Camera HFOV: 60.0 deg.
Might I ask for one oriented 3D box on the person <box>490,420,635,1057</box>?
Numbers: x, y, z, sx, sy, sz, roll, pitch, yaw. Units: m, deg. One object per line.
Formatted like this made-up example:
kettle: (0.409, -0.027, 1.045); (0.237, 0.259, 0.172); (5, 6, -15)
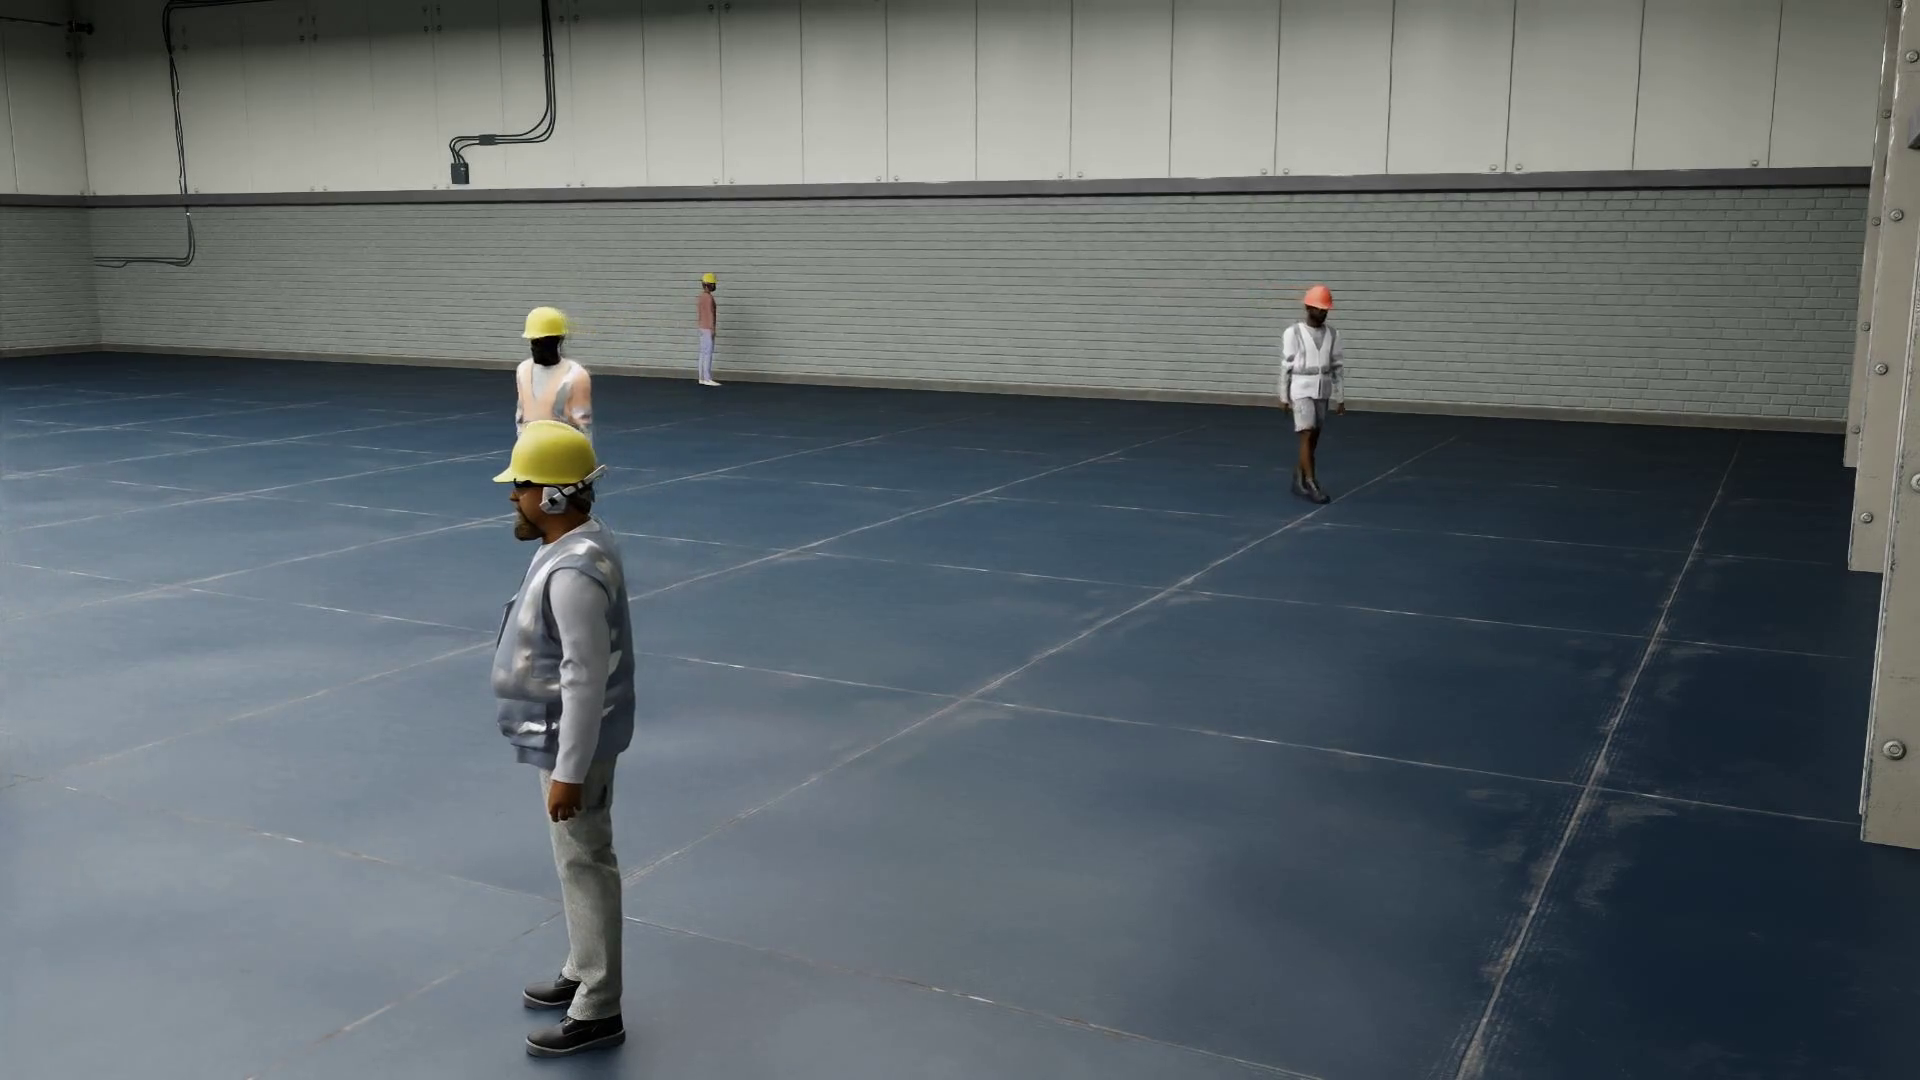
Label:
person: (-1.142, 0.566, 4.824); (0.404, 1.832, 0.595); (-3, 11, -14)

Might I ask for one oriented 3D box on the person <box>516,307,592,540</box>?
person: (-2.537, -0.520, 10.525); (0.613, 1.910, 0.561); (6, 12, 31)

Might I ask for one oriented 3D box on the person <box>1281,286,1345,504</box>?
person: (3.157, -1.299, 14.815); (0.564, 1.903, 0.819); (-3, 11, -18)

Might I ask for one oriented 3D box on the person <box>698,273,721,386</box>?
person: (-3.930, -3.298, 26.083); (0.329, 1.765, 0.533); (-5, 11, -25)
